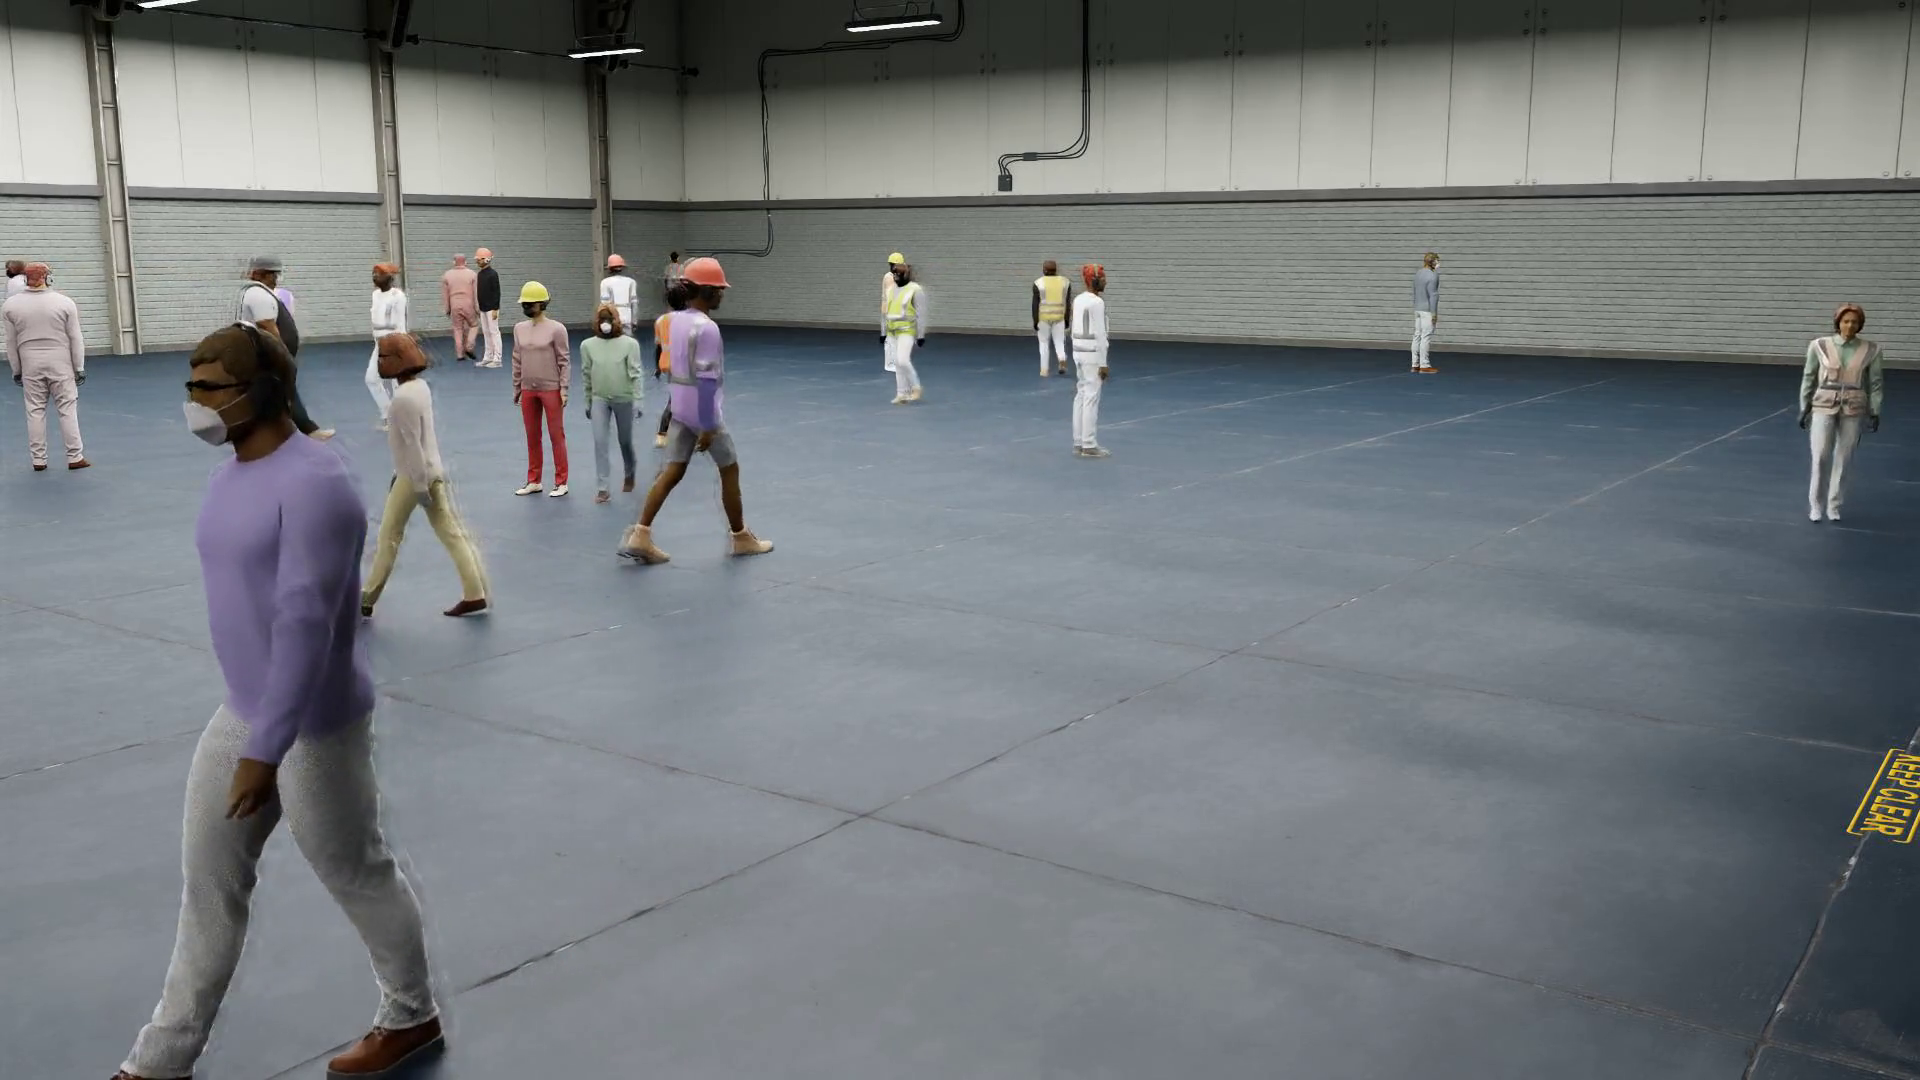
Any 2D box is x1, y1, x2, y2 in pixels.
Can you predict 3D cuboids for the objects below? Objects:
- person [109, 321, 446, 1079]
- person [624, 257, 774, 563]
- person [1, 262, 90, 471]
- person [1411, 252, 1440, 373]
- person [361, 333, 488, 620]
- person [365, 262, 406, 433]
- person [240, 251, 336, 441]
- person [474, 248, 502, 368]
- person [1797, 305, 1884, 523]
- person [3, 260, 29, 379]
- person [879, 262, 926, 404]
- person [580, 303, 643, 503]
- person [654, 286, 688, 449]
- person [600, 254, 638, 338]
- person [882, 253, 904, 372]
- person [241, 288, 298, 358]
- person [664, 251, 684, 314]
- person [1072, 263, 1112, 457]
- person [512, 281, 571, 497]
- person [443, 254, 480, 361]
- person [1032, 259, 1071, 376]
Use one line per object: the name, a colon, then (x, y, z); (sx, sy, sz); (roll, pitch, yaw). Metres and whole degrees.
person: (-1.667, 0.445, 3.922); (0.639, 1.897, 0.883); (9, 13, 40)
person: (-1.747, -0.832, 10.814); (1.046, 1.997, 0.610); (-8, 13, -37)
person: (-8.359, -1.584, 15.247); (0.642, 1.906, 0.410); (-3, 10, -15)
person: (7.473, -3.640, 26.669); (0.359, 1.936, 0.632); (-2, 10, -11)
person: (-3.045, -0.341, 9.154); (0.867, 1.586, 0.499); (0, 10, -2)
person: (-6.291, -2.092, 18.172); (0.604, 1.870, 0.494); (8, 13, 39)
person: (-6.815, -1.902, 16.641); (1.019, 2.000, 0.692); (-3, 10, -15)
person: (-7.924, -3.888, 27.895); (0.392, 1.995, 0.612); (-9, 13, -41)
person: (6.523, -0.923, 12.314); (0.546, 1.615, 0.589); (4, 11, 21)
person: (-14.425, -3.381, 25.535); (0.432, 1.830, 0.627); (-1, 10, -6)
person: (-0.758, -2.660, 21.480); (0.445, 1.828, 0.633); (-9, 14, -42)
person: (-2.830, -1.139, 13.613); (0.509, 1.603, 0.799); (0, 10, -1)
person: (-2.854, -1.756, 16.920); (0.549, 1.644, 0.890); (8, 13, 37)
person: (-5.042, -3.276, 24.684); (0.547, 1.918, 0.566); (-7, 12, -33)
person: (-1.076, -3.696, 27.038); (0.392, 1.917, 0.589); (0, 10, 1)
person: (-8.043, -2.287, 19.390); (0.590, 1.827, 0.454); (-2, 10, -13)
person: (-7.060, -6.207, 41.236); (0.524, 1.871, 0.325); (-1, 10, -4)
person: (1.275, -1.745, 16.204); (0.338, 1.882, 0.583); (-3, 11, -19)
person: (-3.449, -1.230, 13.651); (0.534, 1.766, 0.317); (4, 11, 20)
person: (-8.835, -4.130, 29.545); (0.668, 1.886, 0.459); (0, 10, 1)
person: (1.421, -3.442, 25.858); (0.641, 1.830, 0.606); (-2, 10, -12)
